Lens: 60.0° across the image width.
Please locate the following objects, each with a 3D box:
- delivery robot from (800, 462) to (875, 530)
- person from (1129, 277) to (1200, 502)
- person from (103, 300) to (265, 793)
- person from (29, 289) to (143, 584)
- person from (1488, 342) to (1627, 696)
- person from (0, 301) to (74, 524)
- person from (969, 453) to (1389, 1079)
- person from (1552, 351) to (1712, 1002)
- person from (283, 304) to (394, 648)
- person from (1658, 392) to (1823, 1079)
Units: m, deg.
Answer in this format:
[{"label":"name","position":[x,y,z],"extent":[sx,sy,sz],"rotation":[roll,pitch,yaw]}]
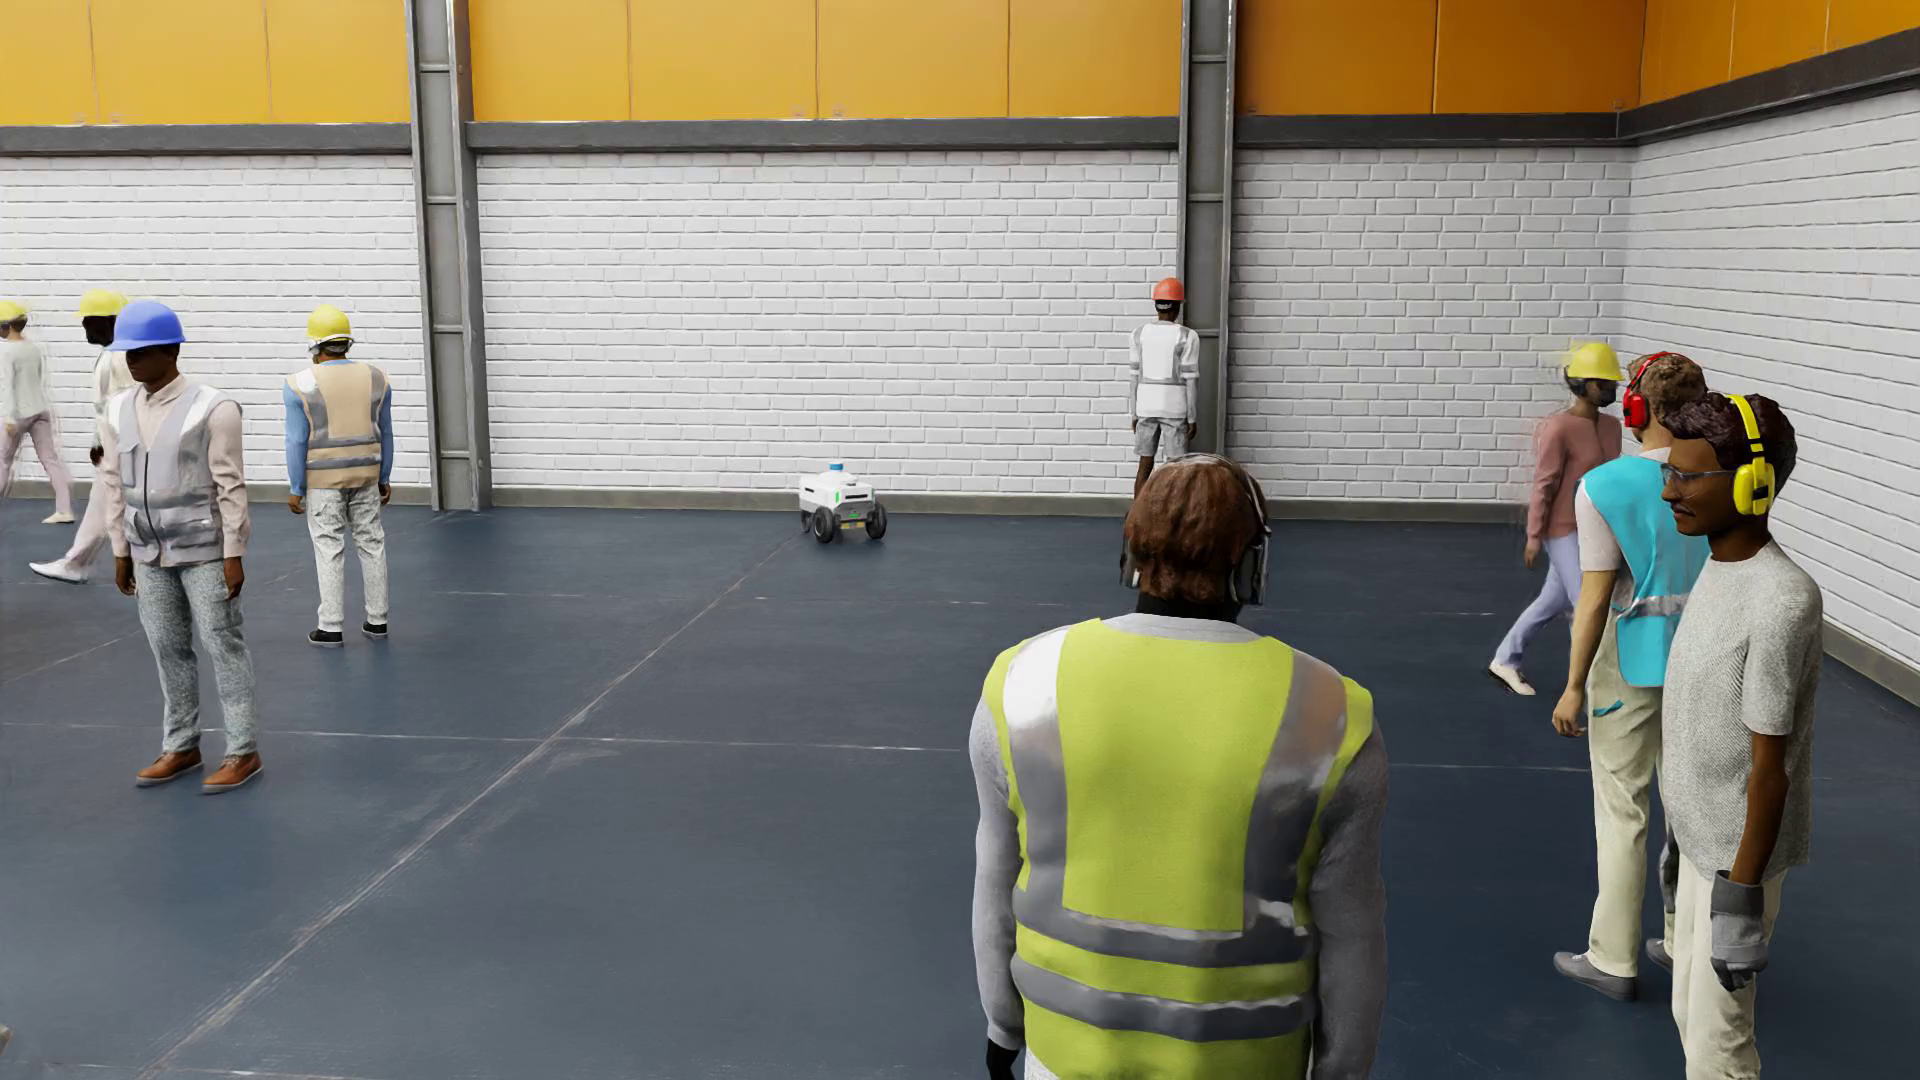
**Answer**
[{"label":"delivery robot","position":[-0.915,-0.336,12.320],"extent":[0.477,0.478,0.707],"rotation":[-5,11,-28]},{"label":"person","position":[1.495,-0.943,12.152],"extent":[0.542,1.928,0.398],"rotation":[5,11,28]},{"label":"person","position":[-3.067,0.036,6.518],"extent":[0.615,1.940,0.429],"rotation":[3,10,14]},{"label":"person","position":[-5.453,-0.660,10.666],"extent":[1.009,1.868,0.607],"rotation":[-6,12,-31]},{"label":"person","position":[2.801,-0.050,7.625],"extent":[0.535,1.719,0.931],"rotation":[-7,12,-36]},{"label":"person","position":[-7.320,-0.964,12.832],"extent":[0.875,1.727,0.546],"rotation":[1,10,6]},{"label":"person","position":[0.329,0.778,2.575],"extent":[0.635,1.831,0.429],"rotation":[3,10,16]},{"label":"person","position":[1.973,0.394,4.711],"extent":[0.569,1.843,0.374],"rotation":[-3,10,-15]},{"label":"person","position":[-3.334,-0.340,8.940],"extent":[0.404,1.837,0.590],"rotation":[10,14,44]},{"label":"person","position":[1.492,0.636,3.304],"extent":[0.334,1.860,0.509],"rotation":[2,10,13]}]
